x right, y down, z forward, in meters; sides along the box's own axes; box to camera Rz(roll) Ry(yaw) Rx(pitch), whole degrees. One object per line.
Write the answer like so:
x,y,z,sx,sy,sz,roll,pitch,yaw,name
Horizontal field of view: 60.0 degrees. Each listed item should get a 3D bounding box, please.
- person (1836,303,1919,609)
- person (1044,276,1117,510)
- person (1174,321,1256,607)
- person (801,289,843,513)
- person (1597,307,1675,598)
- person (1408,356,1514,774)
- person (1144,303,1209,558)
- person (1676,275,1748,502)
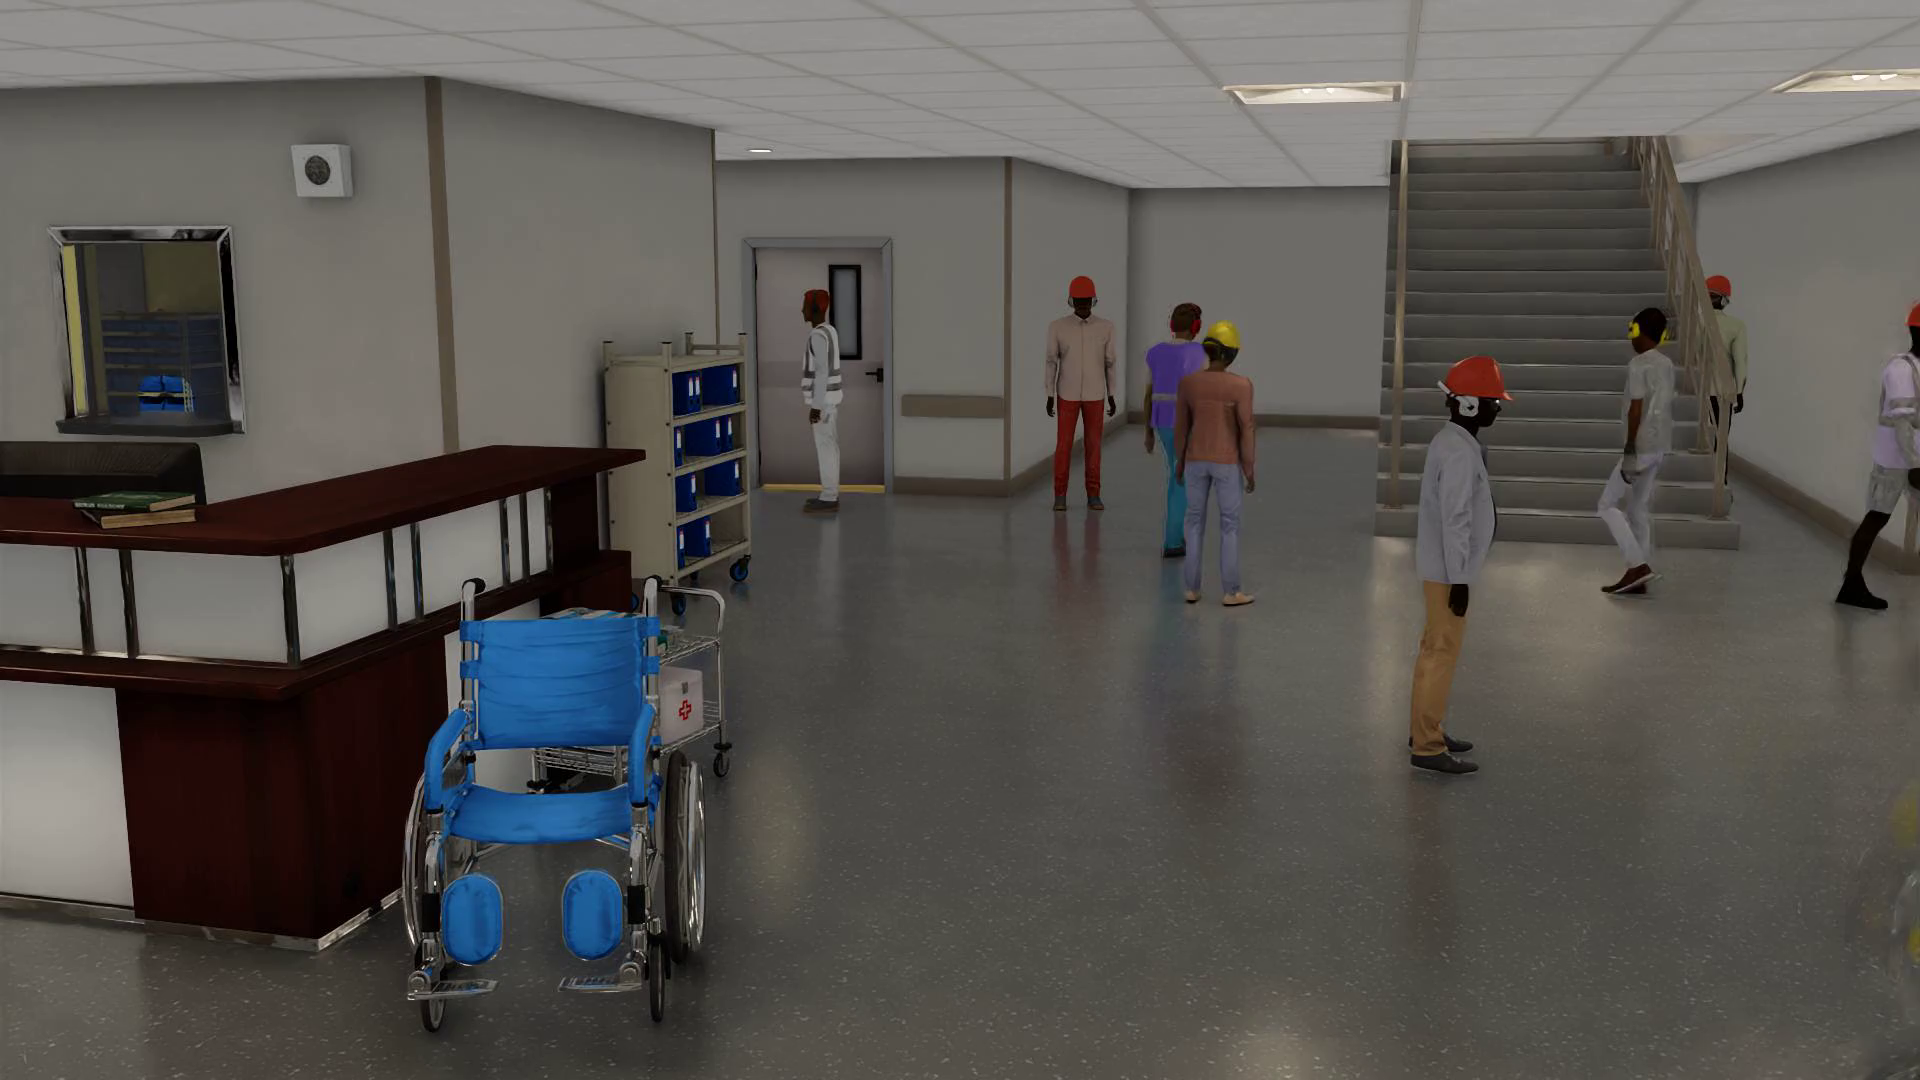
5.778,-0.481,9.962,0.566,1.899,0.922,-6,11,-32,person
1.029,-1.238,14.135,0.622,1.992,0.394,-1,10,-5,person
1.577,-0.465,10.294,0.557,1.761,0.343,6,11,32,person
-1.174,-1.169,14.063,0.356,1.881,0.575,1,10,4,person
4.307,-0.548,10.532,0.572,1.832,0.404,-8,12,-39,person
2.105,0.101,6.999,0.361,1.742,0.563,2,10,13,person
1.655,-0.791,12.013,0.633,1.826,0.573,-9,13,-43,person
6.576,-1.316,14.594,0.610,1.995,0.375,8,12,38,person
